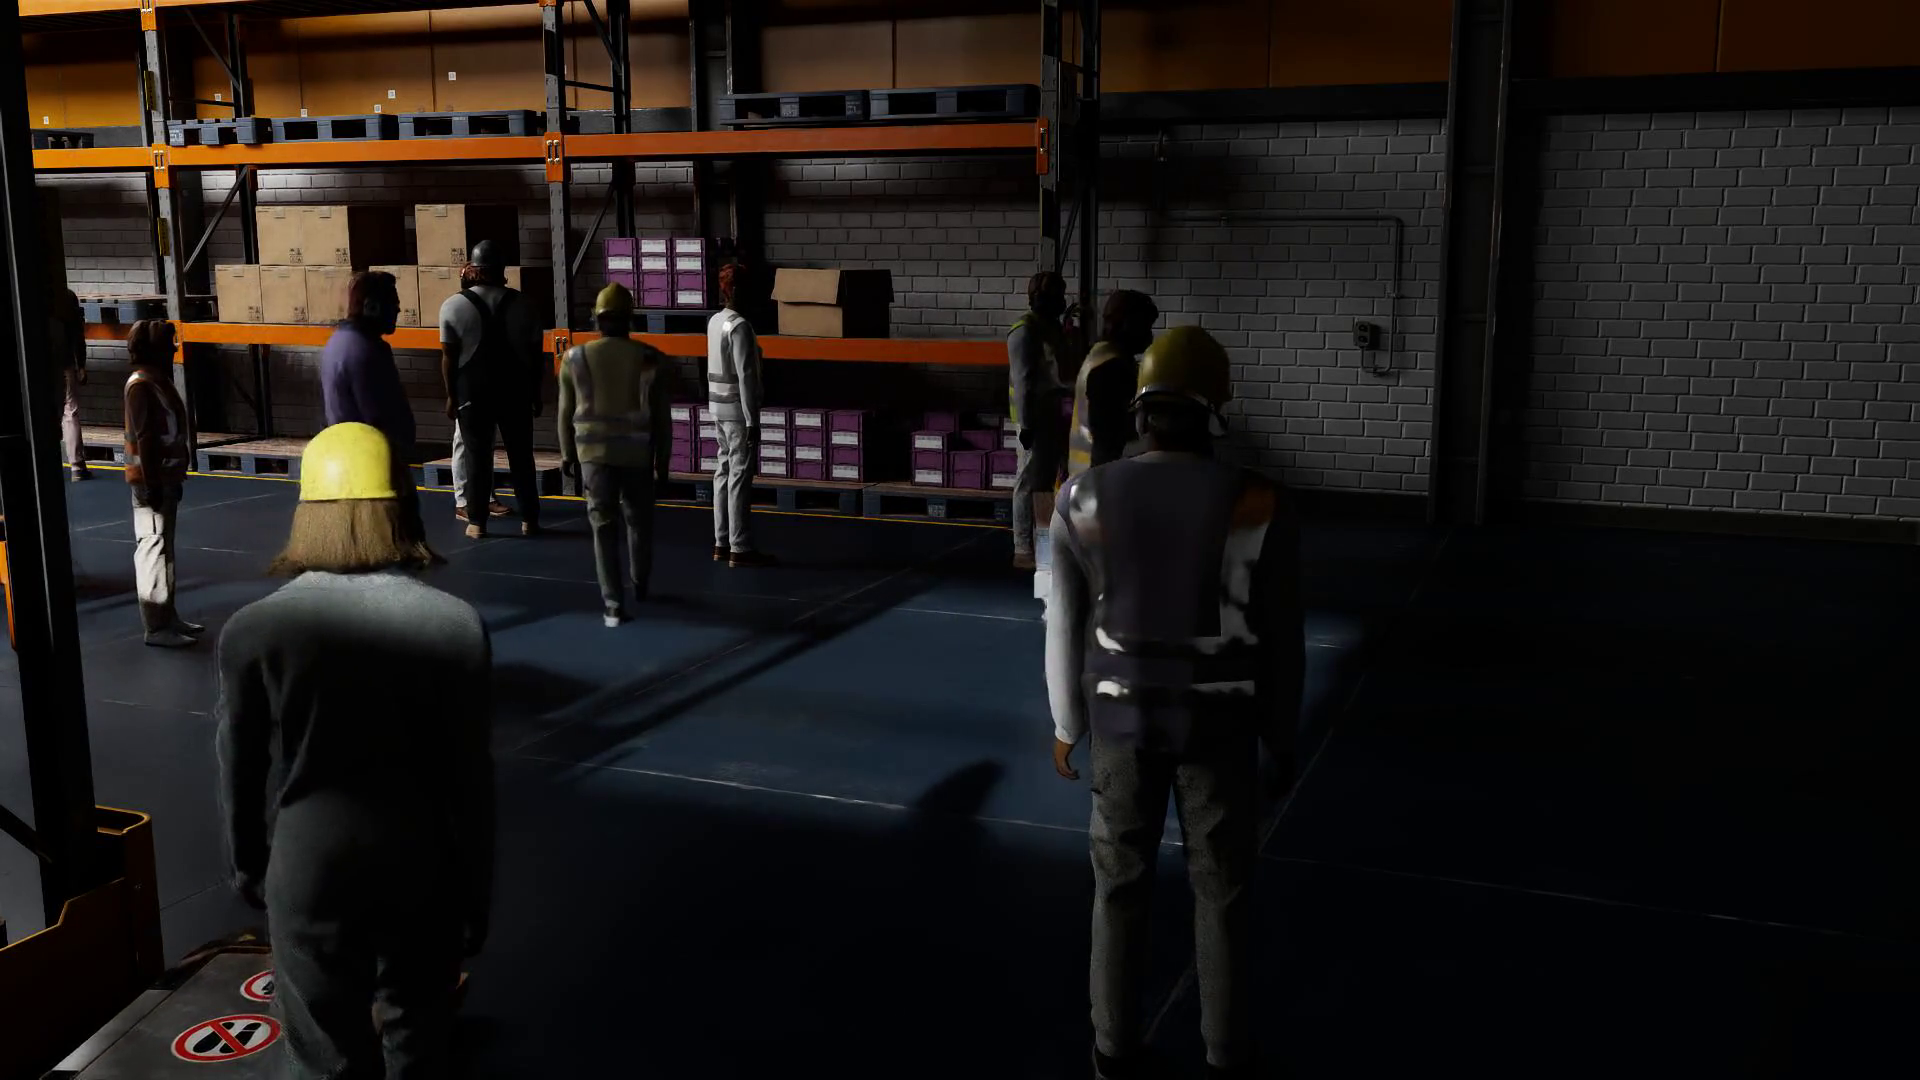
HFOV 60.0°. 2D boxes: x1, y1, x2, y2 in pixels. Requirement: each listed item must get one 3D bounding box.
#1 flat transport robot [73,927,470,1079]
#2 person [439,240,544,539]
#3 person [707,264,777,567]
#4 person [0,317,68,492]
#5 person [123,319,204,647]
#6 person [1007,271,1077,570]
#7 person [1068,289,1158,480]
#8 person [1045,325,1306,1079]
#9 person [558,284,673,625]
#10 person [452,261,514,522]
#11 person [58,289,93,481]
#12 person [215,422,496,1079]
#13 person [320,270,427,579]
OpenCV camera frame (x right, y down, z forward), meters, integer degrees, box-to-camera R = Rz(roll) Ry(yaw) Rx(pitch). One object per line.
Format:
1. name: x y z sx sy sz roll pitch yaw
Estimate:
1. flat transport robot: -1.655 1.236 3.706 0.652 0.197 1.431 0 10 3
2. person: -3.215 -1.037 11.439 0.684 2.000 0.535 -4 11 -21
3. person: -1.390 -0.774 10.409 0.342 1.882 0.586 -5 11 -28
4. person: -5.528 -0.676 9.846 0.428 1.945 0.657 3 11 18
5. person: -4.039 -0.290 8.391 0.315 1.641 0.515 -3 11 -15
6. person: 0.525 -0.742 10.352 0.429 1.841 0.634 5 11 24
7. person: 0.693 -0.191 7.363 0.436 1.812 0.677 1 10 4
8. person: 0.506 0.415 3.928 0.600 1.830 0.403 2 10 13
9. person: -1.882 -0.488 9.076 0.596 1.789 0.918 -3 11 -14
10. person: -3.517 -1.083 12.133 0.359 1.883 0.573 5 12 28
11. person: -7.671 -1.467 13.988 0.609 1.986 0.391 -4 11 -20
12. person: -1.133 0.620 3.167 0.506 1.678 0.932 -3 11 -15
13. person: -2.677 -0.307 7.782 0.663 1.881 0.686 -5 11 -26
